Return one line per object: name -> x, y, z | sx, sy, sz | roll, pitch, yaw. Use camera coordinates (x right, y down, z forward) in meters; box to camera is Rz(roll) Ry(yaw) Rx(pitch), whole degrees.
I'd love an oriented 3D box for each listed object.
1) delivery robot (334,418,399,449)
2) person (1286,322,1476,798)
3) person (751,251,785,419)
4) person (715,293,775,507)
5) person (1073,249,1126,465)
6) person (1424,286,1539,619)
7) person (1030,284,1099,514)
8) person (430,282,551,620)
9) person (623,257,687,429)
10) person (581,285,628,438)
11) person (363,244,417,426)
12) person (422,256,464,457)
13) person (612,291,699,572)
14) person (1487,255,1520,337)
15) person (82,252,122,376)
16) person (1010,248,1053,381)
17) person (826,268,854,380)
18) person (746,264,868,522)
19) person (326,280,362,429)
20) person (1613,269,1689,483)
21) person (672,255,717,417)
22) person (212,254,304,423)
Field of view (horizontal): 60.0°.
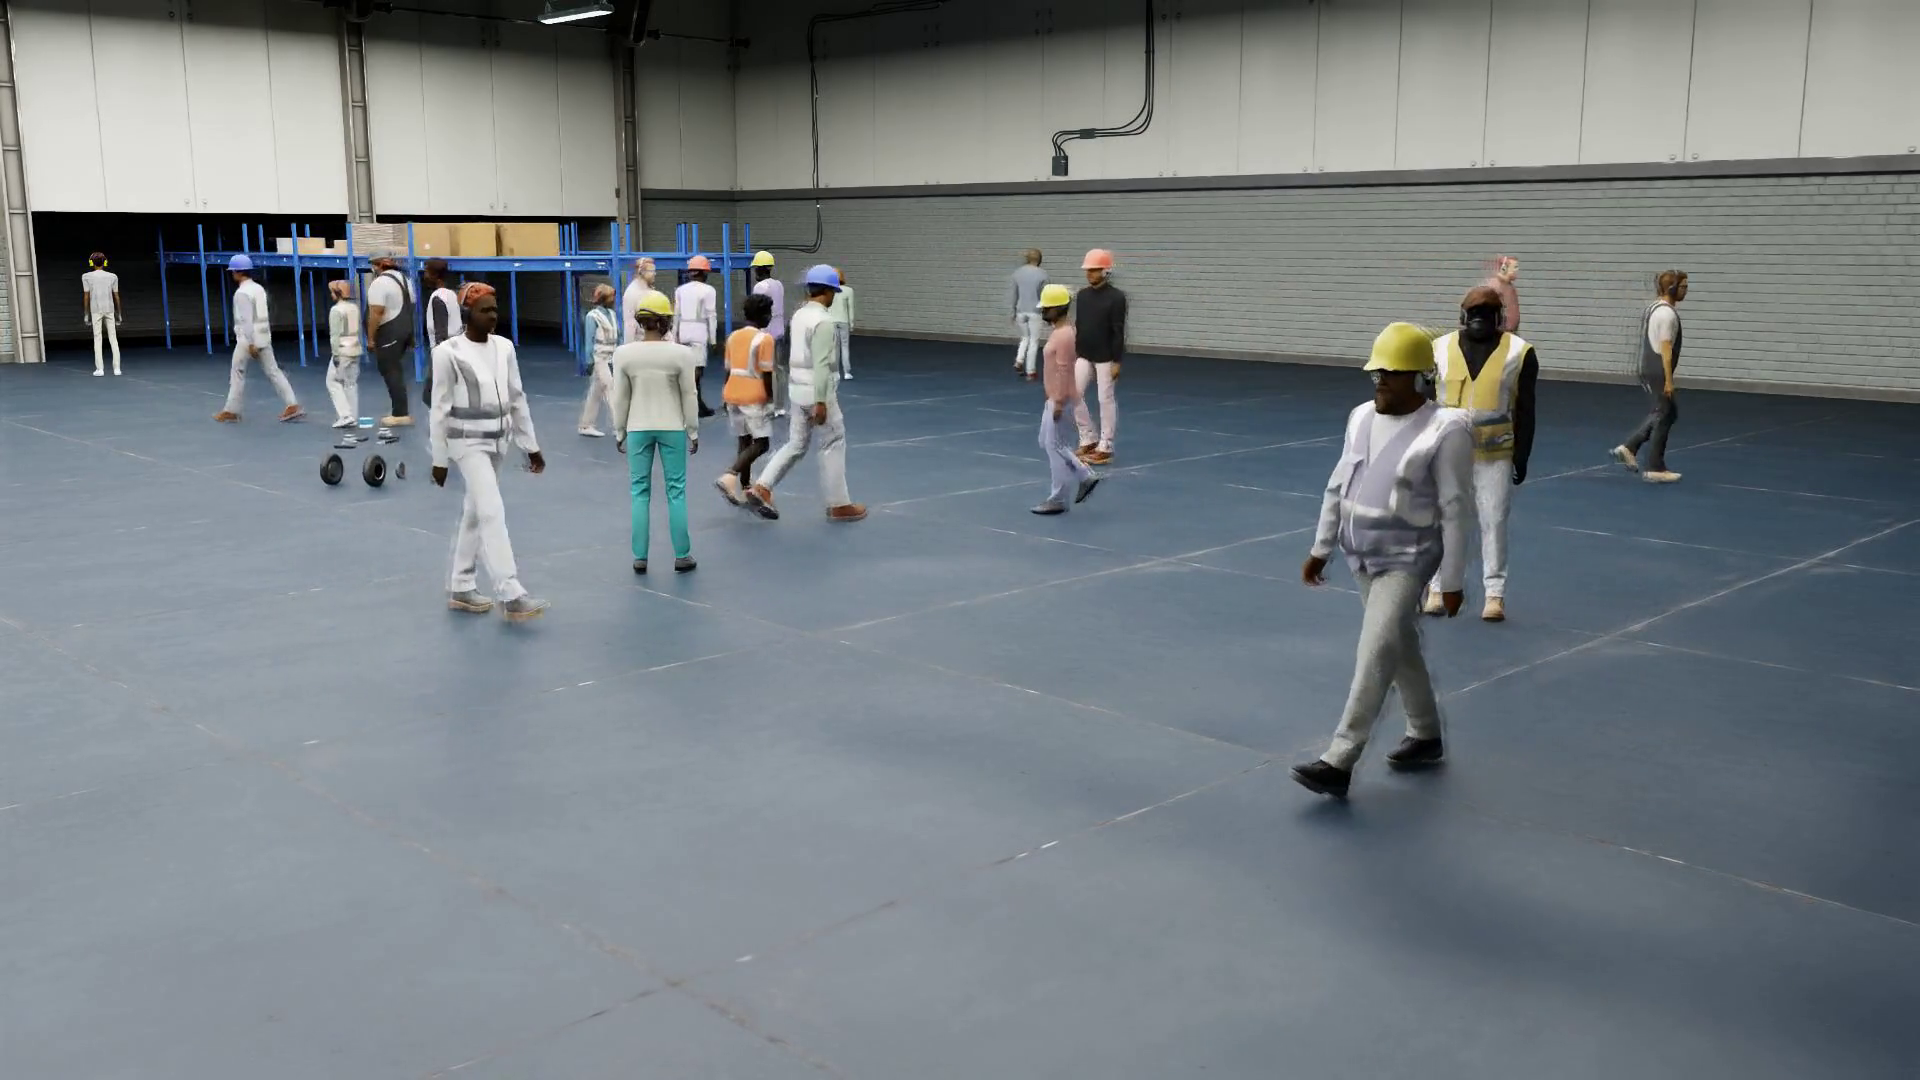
delivery robot -> -5.127, -0.941, 14.363 | 0.335, 0.223, 0.698 | 3, 11, 14
person -> 1.616, 0.066, 6.384 | 0.900, 1.788, 0.600 | -5, 11, -25
person -> -2.234, -2.368, 19.248 | 0.384, 1.928, 0.589 | 4, 11, 20
person -> -1.698, -1.068, 12.864 | 0.558, 1.670, 0.599 | 9, 14, 41
person -> 1.232, -1.683, 15.360 | 0.518, 1.980, 0.644 | -9, 14, -42
person -> 2.855, -0.484, 9.237 | 0.630, 1.836, 0.429 | 5, 11, 25
person -> 0.785, -1.065, 12.619 | 0.442, 1.749, 0.530 | 0, 10, -2
person -> -2.549, -0.485, 9.203 | 0.910, 1.846, 0.582 | 4, 11, 23
person -> -3.379, -2.140, 18.175 | 0.875, 1.869, 0.644 | 2, 11, 9
person -> -3.647, -1.857, 17.388 | 0.844, 1.592, 0.504 | 2, 11, 11
person -> -6.402, -2.286, 18.612 | 0.562, 2.000, 0.805 | 2, 11, 9
person -> -4.921, -1.738, 15.867 | 0.445, 1.903, 0.620 | -1, 10, -7
person -> -1.911, -0.679, 10.485 | 0.535, 1.766, 0.310 | 0, 10, -2
person -> 6.278, -2.312, 19.076 | 0.665, 1.884, 0.660 | 7, 12, 33
person -> -12.995, -3.424, 25.202 | 0.516, 1.865, 0.313 | -8, 13, -36
person -> 1.059, -3.311, 24.401 | 0.644, 1.920, 0.435 | 7, 13, 35
person -> -1.804, -3.181, 24.496 | 0.503, 1.632, 0.277 | 0, 10, 3
person -> -1.159, -1.072, 12.271 | 0.866, 1.911, 0.630 | -6, 12, -30
person -> -6.760, -2.032, 18.236 | 0.385, 1.628, 0.523 | 2, 11, 12
person -> 6.008, -1.409, 14.307 | 0.458, 1.832, 0.503 | 3, 11, 15
person -> -3.129, -2.333, 19.191 | 0.559, 1.900, 0.881 | 6, 12, 30
person -> -7.989, -2.277, 18.858 | 1.011, 1.904, 0.600 | 1, 10, 4
